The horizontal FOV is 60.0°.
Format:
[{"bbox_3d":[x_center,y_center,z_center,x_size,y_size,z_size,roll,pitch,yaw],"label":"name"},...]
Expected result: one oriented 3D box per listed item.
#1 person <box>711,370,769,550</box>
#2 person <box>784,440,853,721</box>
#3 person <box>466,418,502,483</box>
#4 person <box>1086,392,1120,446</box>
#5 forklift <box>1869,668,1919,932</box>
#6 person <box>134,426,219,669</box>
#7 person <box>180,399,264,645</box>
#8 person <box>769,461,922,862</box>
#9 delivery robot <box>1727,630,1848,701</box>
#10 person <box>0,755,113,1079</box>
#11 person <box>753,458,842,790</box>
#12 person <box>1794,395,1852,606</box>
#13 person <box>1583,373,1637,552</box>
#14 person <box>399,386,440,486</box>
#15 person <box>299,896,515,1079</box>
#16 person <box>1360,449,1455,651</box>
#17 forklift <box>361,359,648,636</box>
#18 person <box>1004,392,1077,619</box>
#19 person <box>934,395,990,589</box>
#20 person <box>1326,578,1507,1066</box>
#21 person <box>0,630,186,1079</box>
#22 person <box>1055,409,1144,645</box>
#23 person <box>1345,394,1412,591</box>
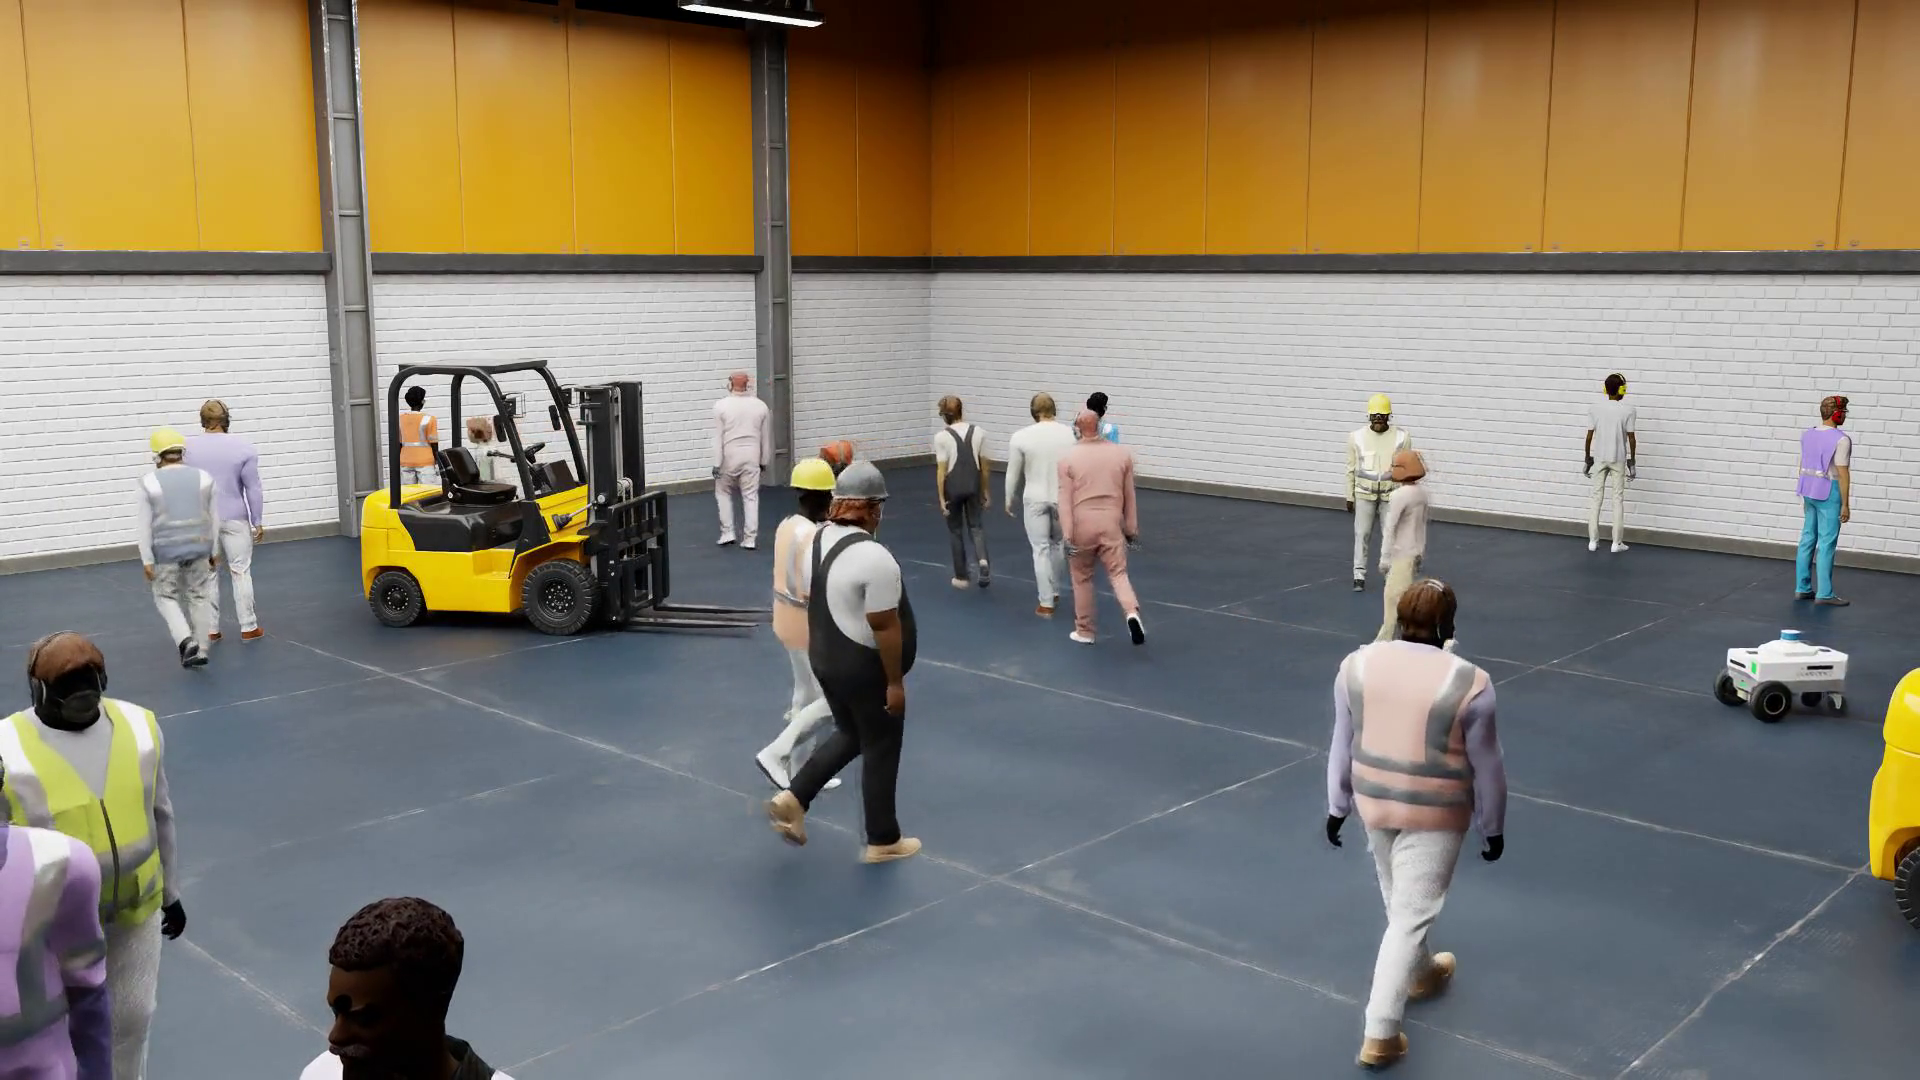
[{"bbox_3d":[-2.346,-0.849,17.568,0.678,1.882,0.656,-5,11,-29],"label":"person"},{"bbox_3d":[-0.853,0.293,10.646,0.746,1.859,0.612,-4,10,-26],"label":"person"},{"bbox_3d":[-4.394,-0.320,15.247,0.875,1.595,0.529,-1,9,-4],"label":"person"},{"bbox_3d":[1.403,-0.673,17.090,0.541,1.696,0.315,5,11,29],"label":"person"},{"bbox_3d":[5.205,0.723,7.013,2.313,2.155,1.214,9,13,43],"label":"forklift"},{"bbox_3d":[-5.681,0.081,12.127,0.585,1.817,0.528,-8,12,-42],"label":"person"},{"bbox_3d":[-5.802,-0.137,13.066,0.635,1.936,0.350,-2,9,-12],"label":"person"},{"bbox_3d":[-0.536,0.600,8.234,0.694,2.000,0.705,-6,11,-33],"label":"person"},{"bbox_3d":[5.482,0.840,11.022,0.707,0.478,0.477,-1,9,-7],"label":"delivery robot"},{"bbox_3d":[-2.366,1.314,4.007,0.613,2.008,0.980,-4,10,-22],"label":"person"},{"bbox_3d":[-0.868,0.500,9.246,0.483,1.908,0.608,-3,10,-20],"label":"person"},{"bbox_3d":[7.597,-0.348,14.641,0.389,1.847,0.566,-2,9,-12],"label":"person"},{"bbox_3d":[6.792,-0.804,17.382,0.535,1.865,0.311,6,11,33],"label":"person"},{"bbox_3d":[-5.863,-0.819,18.006,0.531,1.694,0.320,3,10,17],"label":"person"},{"bbox_3d":[-0.913,1.531,2.899,0.587,1.920,0.391,5,10,26],"label":"person"},{"bbox_3d":[3.391,0.120,12.515,0.757,1.605,0.509,8,12,39],"label":"person"},{"bbox_3d":[-3.850,-0.407,13.936,2.313,2.155,1.214,2,9,11],"label":"forklift"},{"bbox_3d":[0.697,-0.315,14.292,0.632,1.892,0.892,-3,10,-15],"label":"person"},{"bbox_3d":[0.045,-0.415,15.149,0.557,1.816,0.623,-3,10,-19],"label":"person"},{"bbox_3d":[1.754,1.032,6.364,0.648,1.789,0.979,9,13,42],"label":"person"},{"bbox_3d":[-2.768,1.185,5.270,0.429,1.844,0.634,7,11,36],"label":"person"},{"bbox_3d":[1.088,-0.071,12.871,0.666,1.872,0.780,-3,10,-18],"label":"person"},{"bbox_3d":[3.812,-0.423,15.183,0.592,1.825,0.403,2,9,12],"label":"person"}]
